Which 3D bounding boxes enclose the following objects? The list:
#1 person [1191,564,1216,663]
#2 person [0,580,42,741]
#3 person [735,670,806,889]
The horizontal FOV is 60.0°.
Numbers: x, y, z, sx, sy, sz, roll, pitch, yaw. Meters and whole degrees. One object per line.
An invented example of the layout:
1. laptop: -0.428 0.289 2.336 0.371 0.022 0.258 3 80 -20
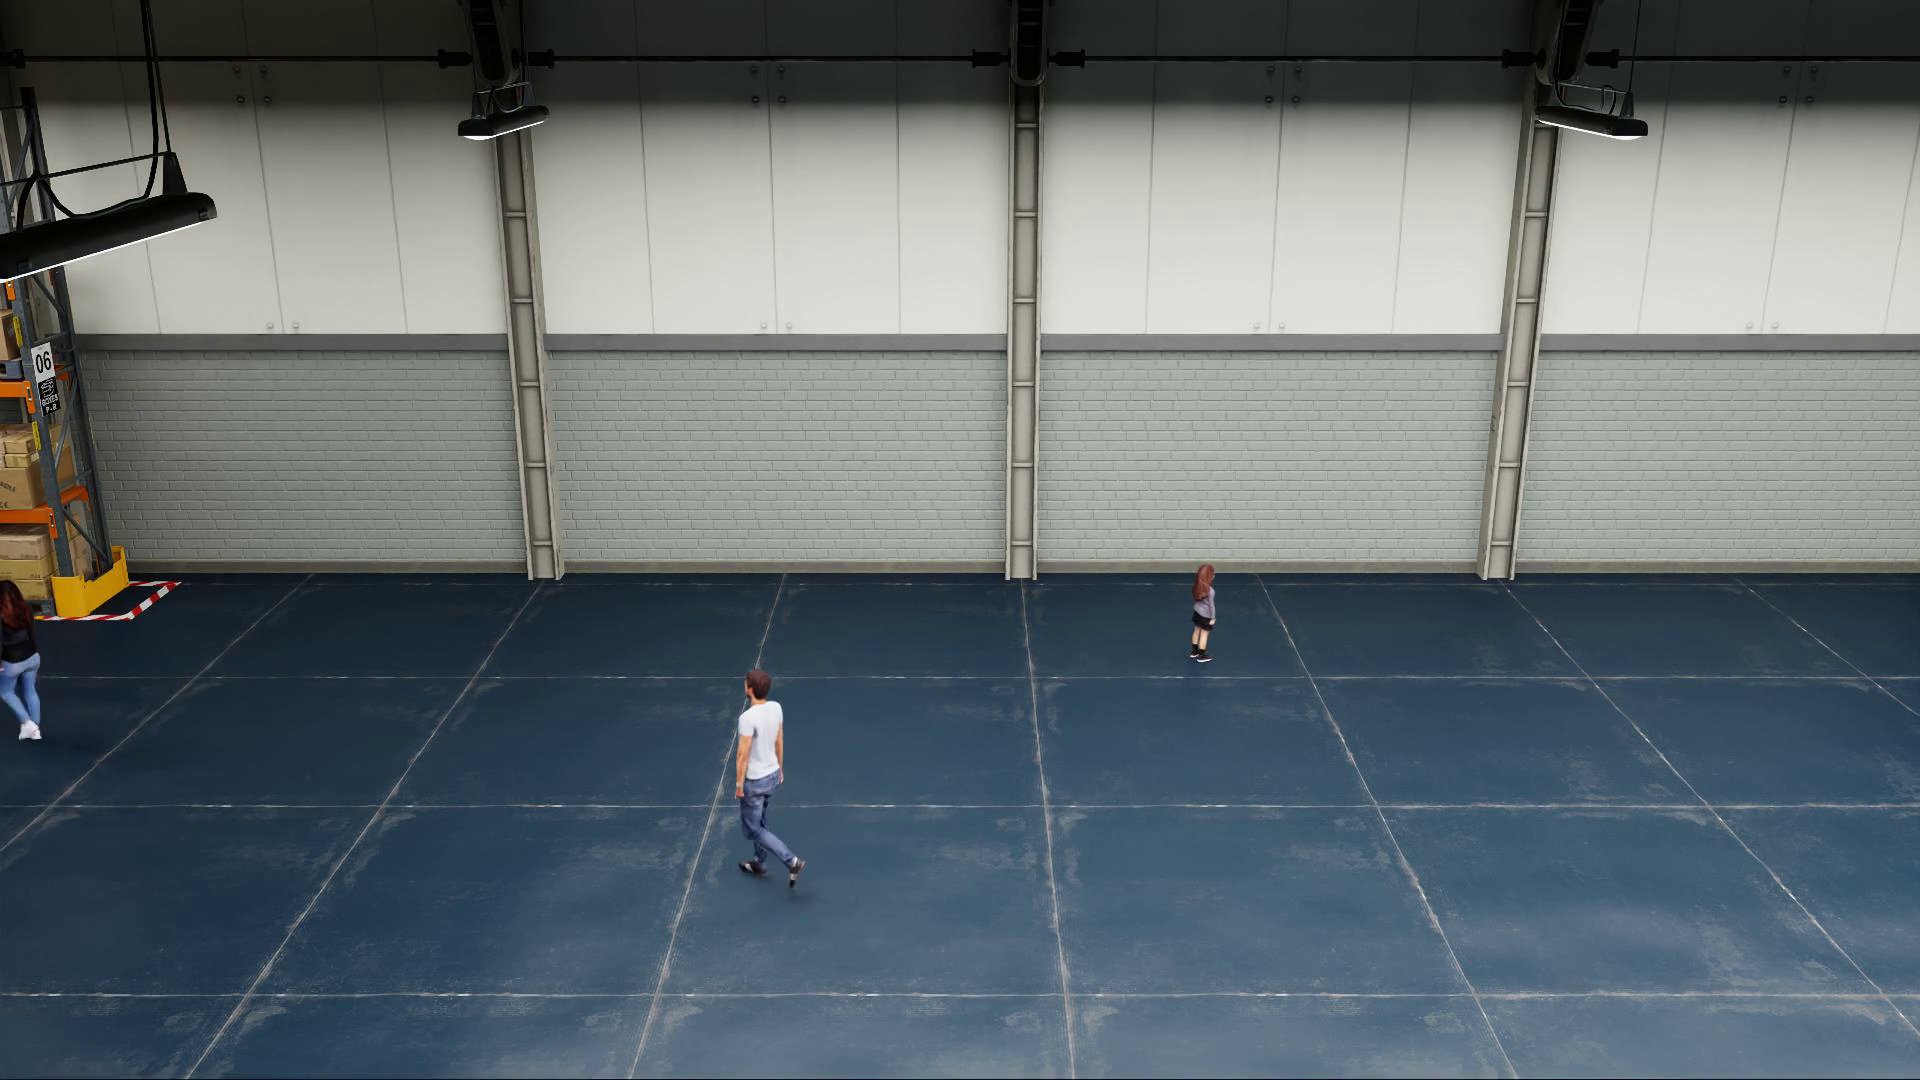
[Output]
1. person: 2.664 0.781 18.233 0.544 1.107 0.526 -8 20 -24
2. person: -9.086 1.185 16.156 0.797 1.624 0.783 6 19 19
3. person: -1.552 1.956 13.432 1.109 1.847 0.946 11 21 30
